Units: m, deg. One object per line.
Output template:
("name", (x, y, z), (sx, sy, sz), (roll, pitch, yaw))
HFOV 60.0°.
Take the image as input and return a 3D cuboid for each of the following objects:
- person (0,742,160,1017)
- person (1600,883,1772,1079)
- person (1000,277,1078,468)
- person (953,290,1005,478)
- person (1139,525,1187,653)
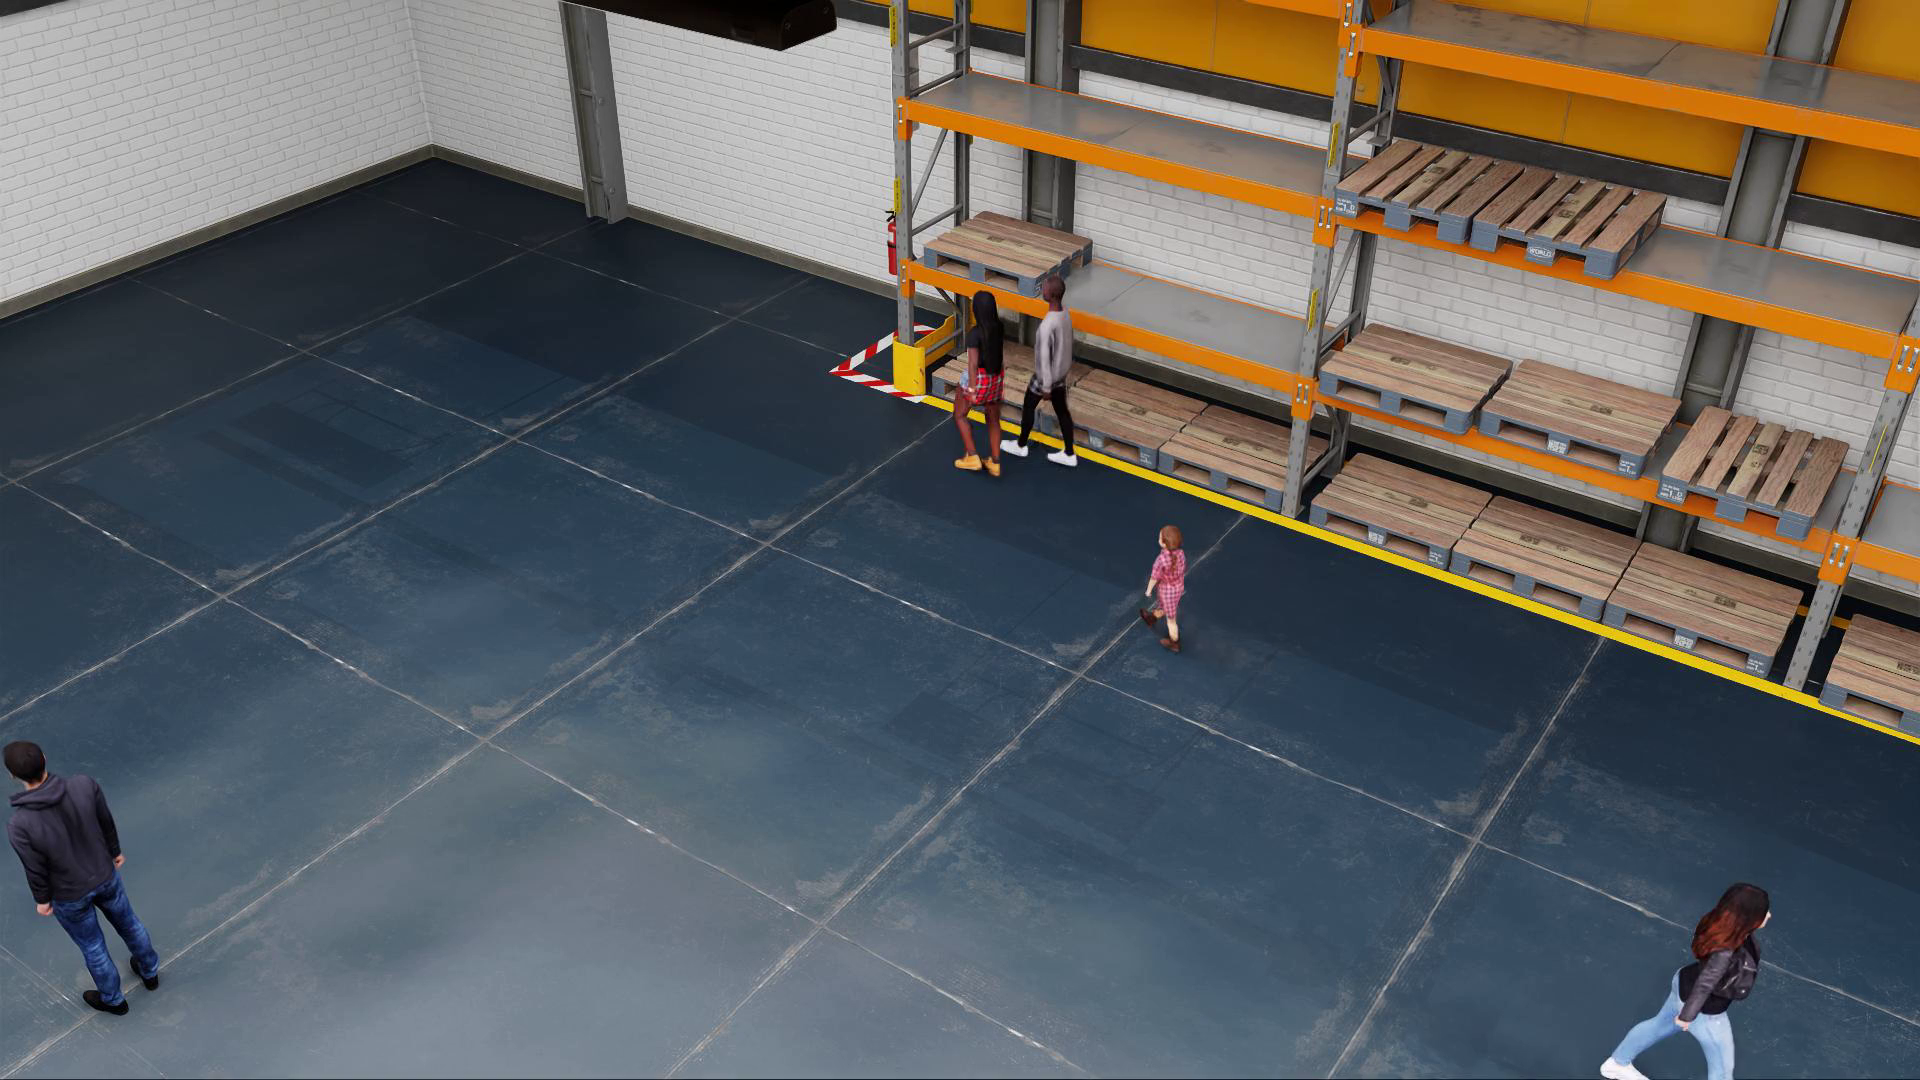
("person", (-4.829, 1.861, 9.144), (0.572, 1.889, 0.678), (19, 38, 26))
("person", (3.766, 2.377, 8.636), (1.171, 1.591, 0.820), (12, 35, 17))
("person", (0.872, -1.391, 14.165), (0.978, 1.746, 0.698), (17, 37, 24))
("person", (0.264, -1.267, 14.012), (0.651, 1.710, 0.634), (26, 42, 34))
("person", (1.559, 0.373, 12.184), (0.559, 1.001, 0.754), (-23, 40, -30))
